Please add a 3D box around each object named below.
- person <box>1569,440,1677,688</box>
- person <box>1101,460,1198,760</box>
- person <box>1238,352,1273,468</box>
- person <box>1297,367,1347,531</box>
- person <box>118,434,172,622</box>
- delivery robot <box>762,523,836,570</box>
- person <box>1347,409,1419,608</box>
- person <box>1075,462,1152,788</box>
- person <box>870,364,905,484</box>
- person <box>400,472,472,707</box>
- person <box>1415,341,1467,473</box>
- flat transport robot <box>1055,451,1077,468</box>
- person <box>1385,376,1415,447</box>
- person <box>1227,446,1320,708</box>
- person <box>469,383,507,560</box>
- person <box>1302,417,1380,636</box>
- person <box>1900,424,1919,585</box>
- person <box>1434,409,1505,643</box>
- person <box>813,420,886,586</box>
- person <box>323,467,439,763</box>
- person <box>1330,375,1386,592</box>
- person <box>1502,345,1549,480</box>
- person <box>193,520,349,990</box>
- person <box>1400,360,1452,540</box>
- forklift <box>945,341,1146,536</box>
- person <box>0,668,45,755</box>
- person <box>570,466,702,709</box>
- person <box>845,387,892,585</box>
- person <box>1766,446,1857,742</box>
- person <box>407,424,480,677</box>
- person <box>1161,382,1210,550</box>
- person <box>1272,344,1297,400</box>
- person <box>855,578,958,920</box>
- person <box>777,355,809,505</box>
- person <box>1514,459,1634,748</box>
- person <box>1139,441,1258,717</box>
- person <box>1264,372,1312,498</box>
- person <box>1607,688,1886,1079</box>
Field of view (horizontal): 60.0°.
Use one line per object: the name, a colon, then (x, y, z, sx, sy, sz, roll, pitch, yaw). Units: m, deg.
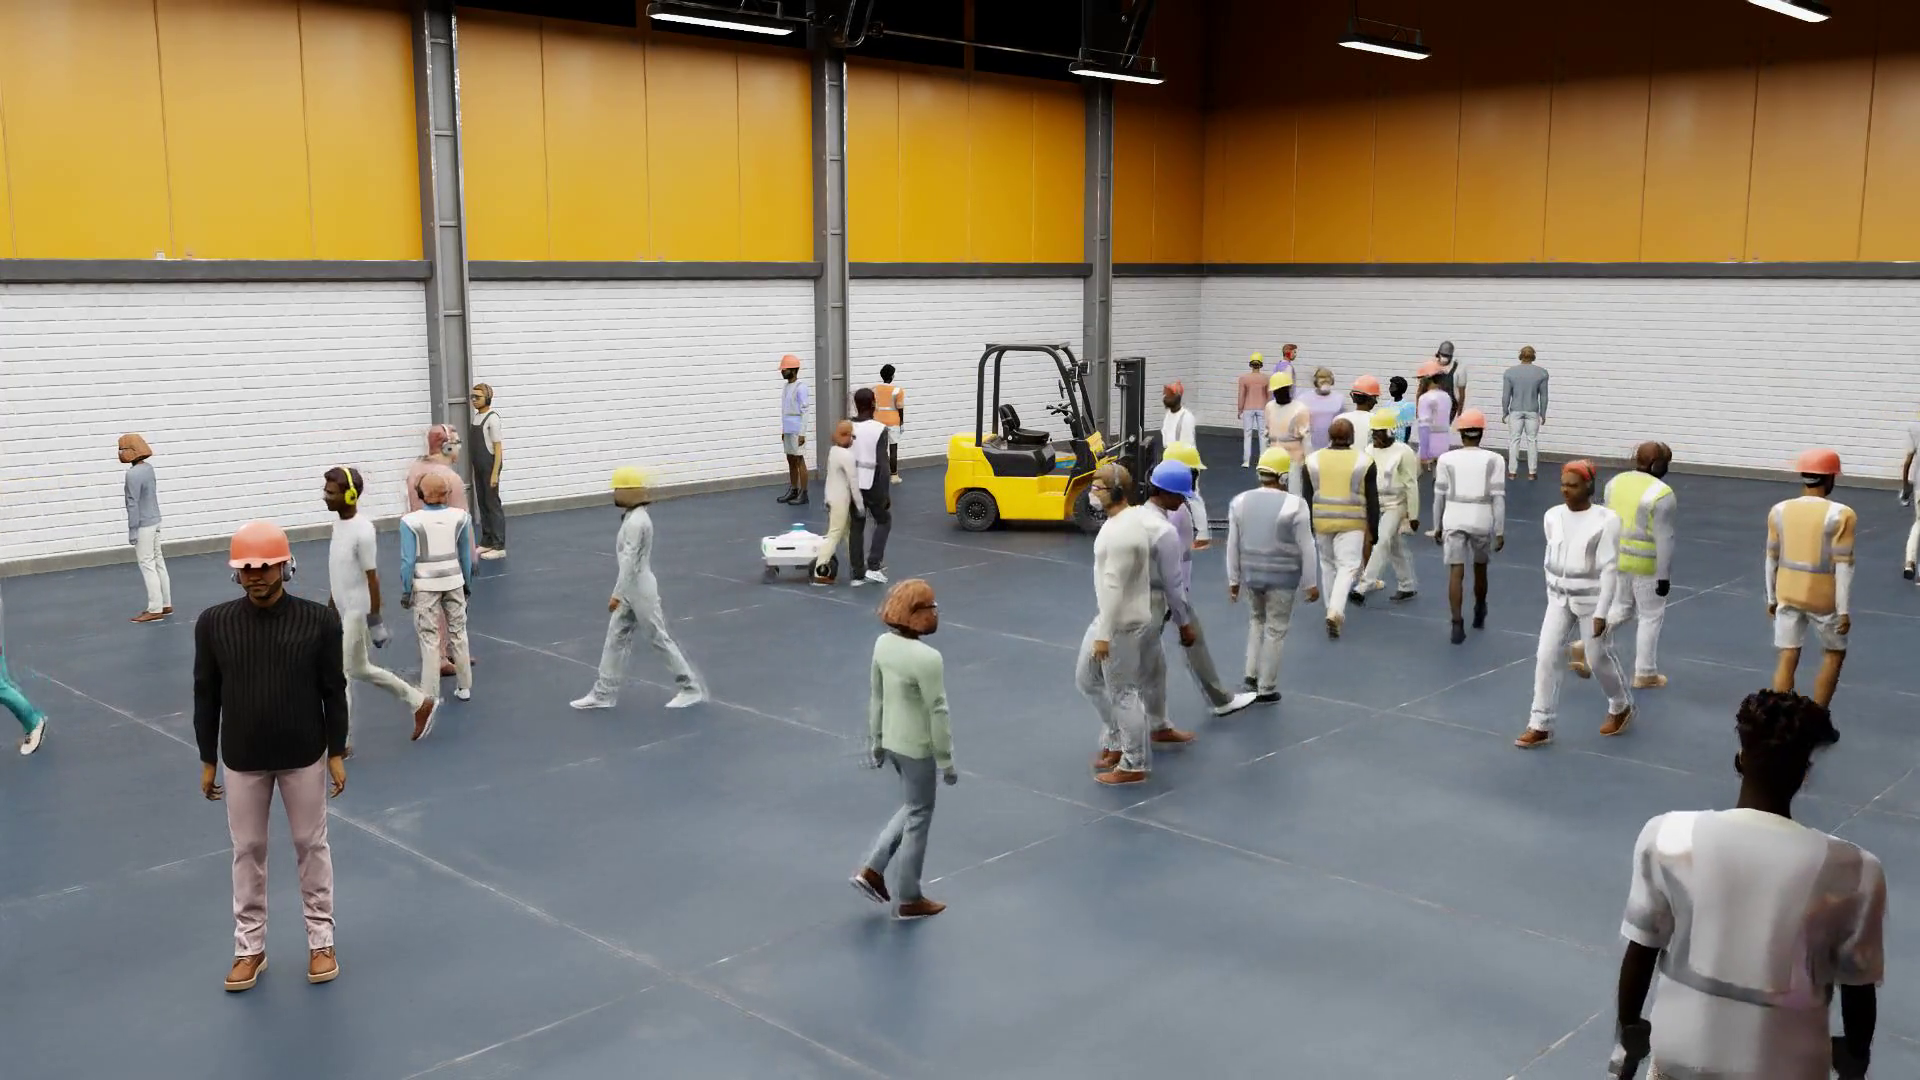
person: (4.816, 0.187, 11.950, 0.679, 1.820, 0.648, -4, 10, -22)
person: (1.203, 0.451, 10.130, 0.797, 1.892, 0.633, -2, 10, -13)
person: (4.494, -1.972, 25.353, 0.528, 1.767, 0.329, 1, 9, 5)
person: (4.149, -1.010, 19.012, 0.620, 1.903, 0.837, -1, 9, -3)
person: (-7.057, -0.107, 14.365, 0.288, 1.626, 0.498, -1, 9, -9)
delivery robot: (-1.565, 0.083, 16.173, 0.707, 0.478, 0.477, -1, 9, -3)
person: (3.762, -0.279, 14.926, 0.962, 1.774, 0.593, -4, 10, -22)
person: (0.906, 0.505, 9.715, 0.464, 1.923, 0.639, 0, 9, 0)
person: (-1.032, -1.634, 23.517, 0.534, 1.691, 0.318, 3, 10, 16)
person: (-3.632, 0.342, 11.559, 0.524, 1.636, 0.308, -9, 13, -43)
person: (7.244, -2.059, 25.050, 0.695, 2.000, 1.055, 6, 11, 34)
flat transport robot: (1.304, -1.167, 24.993, 0.652, 0.197, 1.431, 7, 12, 38)
person: (5.488, -1.215, 20.929, 0.319, 1.696, 0.532, -4, 10, -21)
person: (2.190, 0.256, 11.551, 0.597, 1.815, 0.478, 8, 12, 41)
person: (-4.979, -0.721, 17.440, 0.335, 1.846, 0.513, -8, 12, -41)
person: (3.160, -0.120, 13.892, 0.631, 1.815, 0.897, 5, 10, 27)
person: (9.356, -0.486, 15.973, 0.432, 1.855, 0.504, -8, 12, -40)
person: (4.213, -0.139, 13.776, 0.563, 1.874, 0.992, 3, 10, 18)
person: (-1.062, -0.355, 15.959, 0.817, 1.585, 0.523, -4, 10, -21)
person: (-3.709, 0.448, 10.335, 0.847, 1.838, 0.519, -6, 11, -33)
person: (3.790, -0.533, 15.688, 0.611, 2.043, 0.374, 8, 12, 39)
person: (8.115, -1.825, 23.924, 0.630, 1.938, 0.369, 3, 10, 18)
person: (-2.905, 0.901, 7.040, 0.612, 1.995, 0.377, -2, 10, -14)
person: (5.224, -1.021, 18.769, 0.641, 2.004, 0.893, -8, 12, -40)
forklift: (0.977, -1.223, 19.452, 2.313, 2.155, 1.214, 2, 9, 11)
person: (-5.971, 0.547, 10.044, 0.527, 1.730, 0.862, 2, 9, 9)
person: (-2.209, 0.336, 11.419, 0.885, 1.700, 0.490, -3, 10, -16)
person: (-0.898, -0.510, 15.951, 0.623, 1.905, 0.500, 6, 11, 31)
person: (5.434, 0.360, 10.576, 0.623, 1.918, 0.586, -7, 12, -37)
person: (-3.766, 0.077, 12.403, 0.613, 1.886, 0.680, -8, 12, -40)
person: (2.277, -0.768, 17.779, 1.018, 1.822, 0.596, -4, 10, -24)
person: (5.182, -2.217, 26.621, 0.375, 1.841, 0.567, -1, 9, -7)
person: (-0.216, 0.977, 7.712, 0.383, 1.619, 0.507, -5, 11, -29)
person: (-2.166, -1.418, 21.438, 0.371, 1.935, 0.551, -6, 11, -33)
person: (3.986, 0.393, 10.629, 0.931, 1.851, 0.570, -7, 11, -35)
person: (1.531, 0.280, 11.174, 0.943, 1.880, 0.613, 0, 9, -2)
person: (3.627, -0.911, 18.429, 0.484, 1.897, 0.718, -9, 13, -42)
person: (2.114, 1.343, 4.477, 0.621, 1.941, 0.670, 6, 11, 32)
